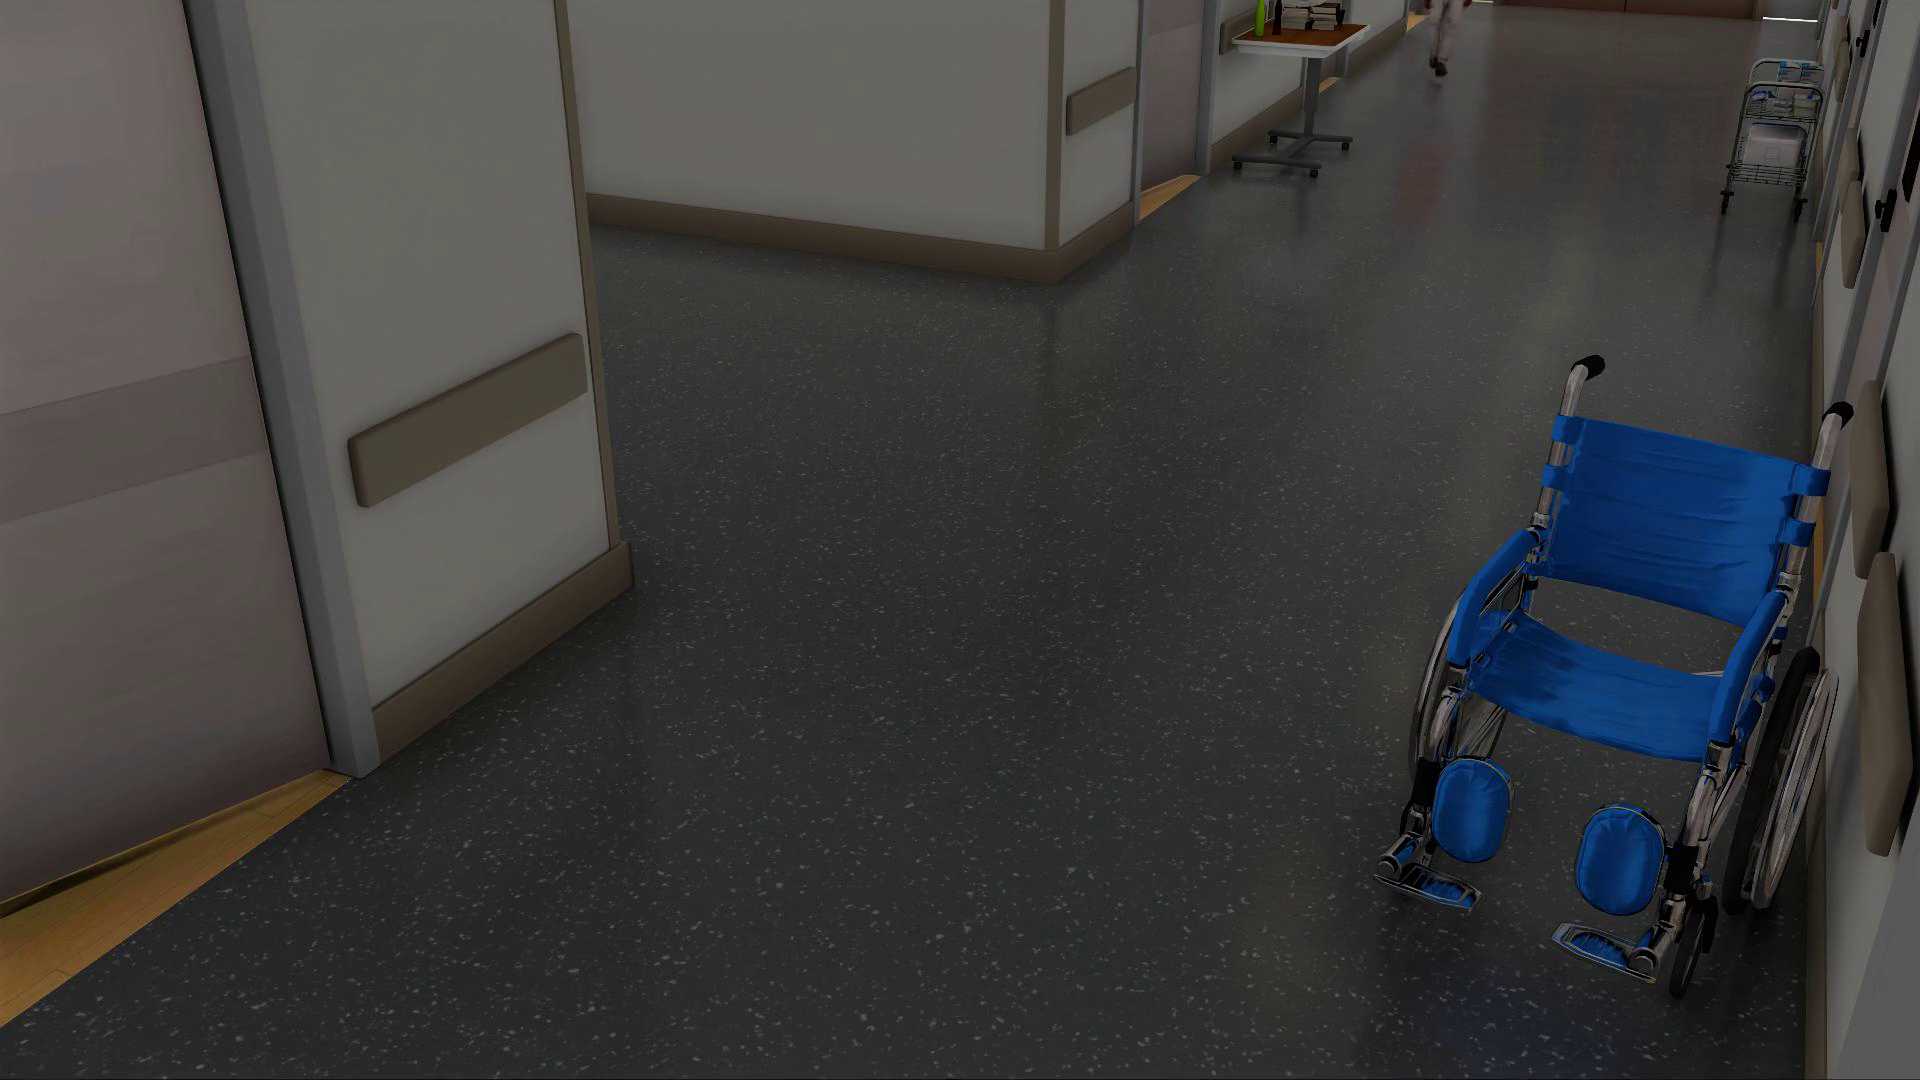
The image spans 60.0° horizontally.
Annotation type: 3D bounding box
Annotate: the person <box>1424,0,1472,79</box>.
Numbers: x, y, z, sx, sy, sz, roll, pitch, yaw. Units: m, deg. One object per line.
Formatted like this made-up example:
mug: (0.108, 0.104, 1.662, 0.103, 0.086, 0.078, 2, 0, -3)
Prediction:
person: (3.866, -4.331, 13.192, 0.518, 1.293, 0.760, 10, 27, 19)
